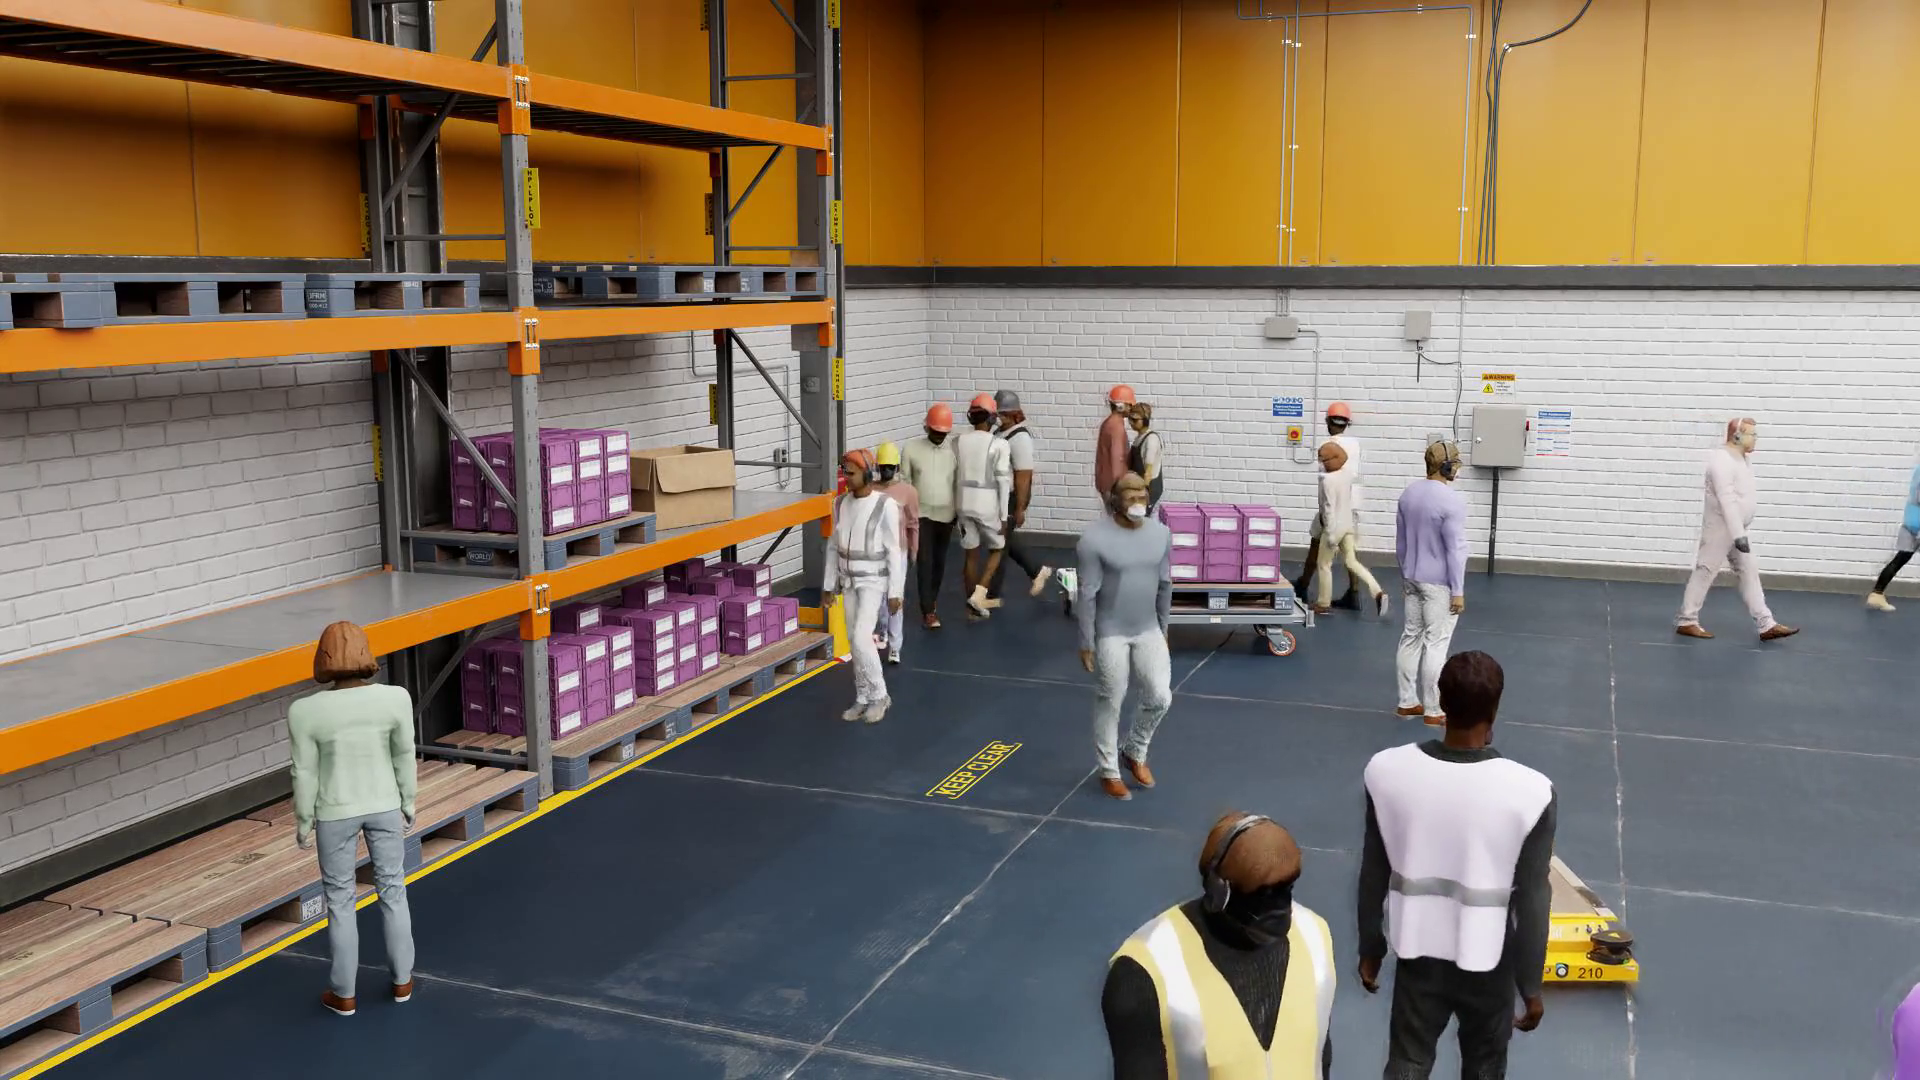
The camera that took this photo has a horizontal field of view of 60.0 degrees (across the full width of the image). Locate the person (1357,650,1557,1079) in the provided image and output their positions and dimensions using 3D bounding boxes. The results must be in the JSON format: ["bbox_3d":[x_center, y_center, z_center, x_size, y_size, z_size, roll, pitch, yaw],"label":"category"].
[{"bbox_3d":[1.493,1.284,5.128,0.591,1.895,0.778,6,11,32],"label":"person"}]

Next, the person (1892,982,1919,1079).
[{"bbox_3d":[2.318,1.527,3.597,0.566,1.882,0.985,-3,10,-20],"label":"person"}]

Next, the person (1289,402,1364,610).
[{"bbox_3d":[3.431,-0.328,15.327,0.557,1.872,0.967,-5,10,-29],"label":"person"}]

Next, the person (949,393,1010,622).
[{"bbox_3d":[0.169,-0.266,14.478,0.610,2.013,0.511,4,10,26],"label":"person"}]

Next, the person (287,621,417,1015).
[{"bbox_3d":[-2.483,1.138,6.852,0.497,1.632,0.289,-6,11,-32],"label":"person"}]

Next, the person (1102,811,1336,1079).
[{"bbox_3d":[0.623,1.509,3.918,0.625,1.824,0.431,-3,10,-20],"label":"person"}]

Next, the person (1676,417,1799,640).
[{"bbox_3d":[6.438,-0.067,13.714,0.946,1.862,0.644,9,13,43],"label":"person"}]

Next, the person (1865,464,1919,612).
[{"bbox_3d":[8.580,-0.136,14.810,0.874,1.641,0.541,3,10,18],"label":"person"}]

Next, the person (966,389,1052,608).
[{"bbox_3d":[0.461,-0.402,15.241,0.822,2.000,0.695,-2,9,-11],"label":"person"}]

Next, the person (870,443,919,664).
[{"bbox_3d":[-0.589,0.085,13.204,0.524,1.717,0.924,1,9,4],"label":"person"}]

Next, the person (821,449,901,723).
[{"bbox_3d":[-0.686,0.317,11.260,0.593,1.869,0.430,8,12,42],"label":"person"}]

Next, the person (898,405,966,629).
[{"bbox_3d":[-0.246,-0.237,14.583,0.651,1.928,1.022,-1,9,-8],"label":"person"}]

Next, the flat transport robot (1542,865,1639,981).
[{"bbox_3d":[2.562,1.673,7.750,0.652,0.197,1.431,0,9,1],"label":"flat transport robot"}]

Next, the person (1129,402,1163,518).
[{"bbox_3d":[1.848,-0.428,16.098,0.532,1.823,0.526,-2,9,-11],"label":"person"}]

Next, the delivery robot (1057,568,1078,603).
[{"bbox_3d":[1.226,0.365,14.780,0.707,0.478,0.477,-1,9,-8],"label":"delivery robot"}]

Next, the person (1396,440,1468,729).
[{"bbox_3d":[3.172,0.295,11.186,0.371,1.939,0.629,-4,10,-21],"label":"person"}]

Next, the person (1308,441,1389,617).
[{"bbox_3d":[3.399,-0.076,14.654,0.756,1.582,0.536,7,12,38],"label":"person"}]

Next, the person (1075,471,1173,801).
[{"bbox_3d":[0.957,0.560,9.573,0.646,1.926,0.450,-4,10,-22],"label":"person"}]

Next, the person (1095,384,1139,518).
[{"bbox_3d":[1.480,-0.546,16.379,0.562,1.972,0.616,-1,9,-8],"label":"person"}]
